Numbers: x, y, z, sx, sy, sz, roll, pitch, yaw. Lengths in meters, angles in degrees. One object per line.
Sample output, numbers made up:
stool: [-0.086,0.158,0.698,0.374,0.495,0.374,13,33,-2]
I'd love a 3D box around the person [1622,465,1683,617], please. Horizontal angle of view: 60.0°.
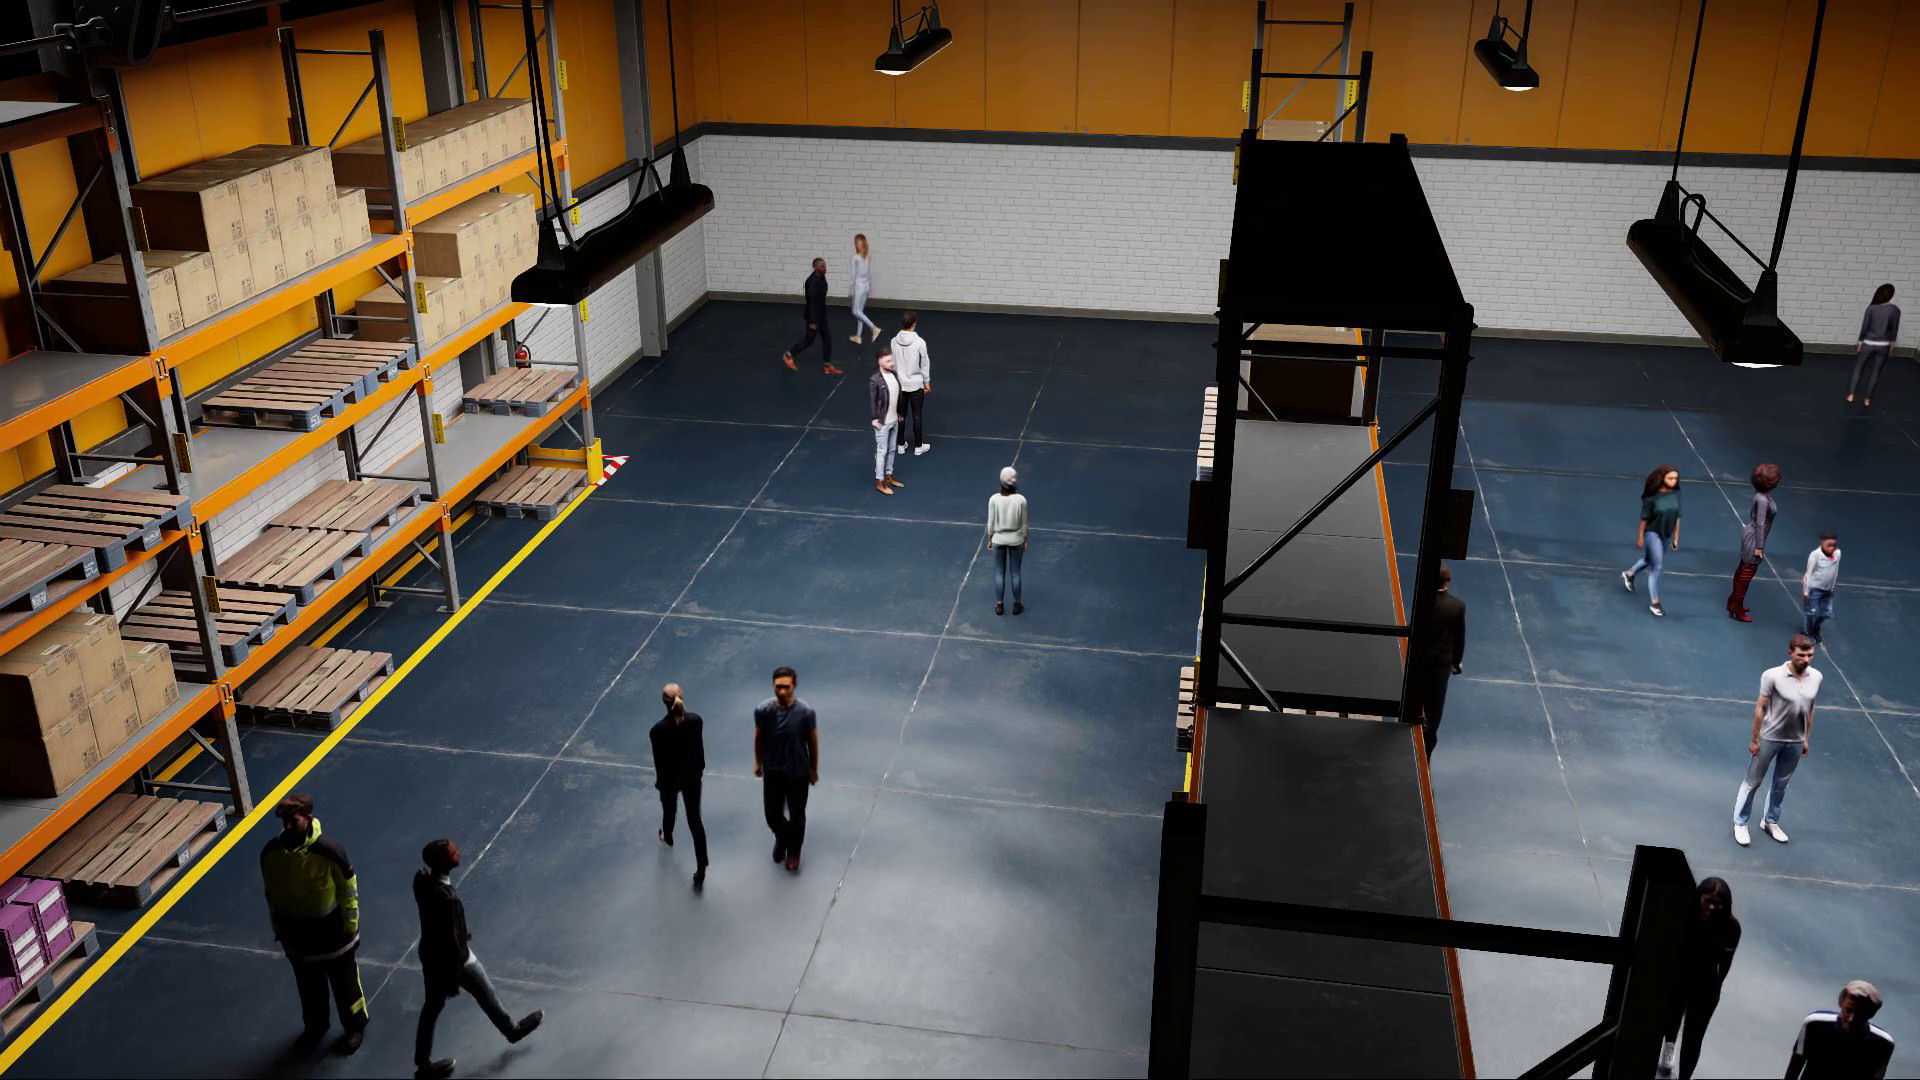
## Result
person: [7.395,-0.062,17.739,0.860,1.581,1.158,-5,24,-12]

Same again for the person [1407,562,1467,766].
person: [4.147,1.144,14.636,0.740,1.857,1.256,3,24,7]

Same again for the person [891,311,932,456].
person: [-0.664,-2.073,21.905,0.714,1.930,0.638,7,25,17]

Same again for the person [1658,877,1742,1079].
person: [4.828,2.864,11.010,0.724,1.609,0.995,9,25,21]

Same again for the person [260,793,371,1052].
person: [-4.347,2.560,11.239,0.784,1.983,0.660,2,24,4]

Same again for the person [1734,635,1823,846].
person: [6.692,1.610,13.577,0.694,1.851,0.625,-2,24,-4]

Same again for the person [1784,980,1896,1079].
person: [5.117,3.313,9.809,0.932,1.748,1.277,13,27,28]

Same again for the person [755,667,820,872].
person: [-1.371,1.773,13.265,0.715,1.803,0.665,1,24,3]

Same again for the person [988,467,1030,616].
person: [0.506,0.000,17.514,0.602,1.647,0.521,1,24,2]

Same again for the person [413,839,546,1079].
person: [-3.471,2.802,10.947,1.076,1.774,1.245,21,31,40]

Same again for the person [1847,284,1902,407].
person: [13.070,-2.765,23.696,0.708,1.763,0.721,11,26,23]

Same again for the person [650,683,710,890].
person: [-2.149,1.959,13.024,1.044,1.654,1.153,-13,27,-27]

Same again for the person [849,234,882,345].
person: [-1.526,-3.944,26.370,0.949,1.781,0.976,19,30,37]

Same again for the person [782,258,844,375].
person: [-2.251,-3.347,25.007,0.891,1.779,1.161,8,25,17]

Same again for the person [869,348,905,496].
person: [-0.930,-1.511,20.734,0.805,1.836,0.671,16,28,32]

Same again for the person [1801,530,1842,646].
person: [8.751,0.451,16.982,0.535,1.247,0.553,-1,24,-2]

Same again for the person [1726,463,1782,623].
person: [8.314,0.009,17.414,0.688,1.711,0.518,8,25,18]
